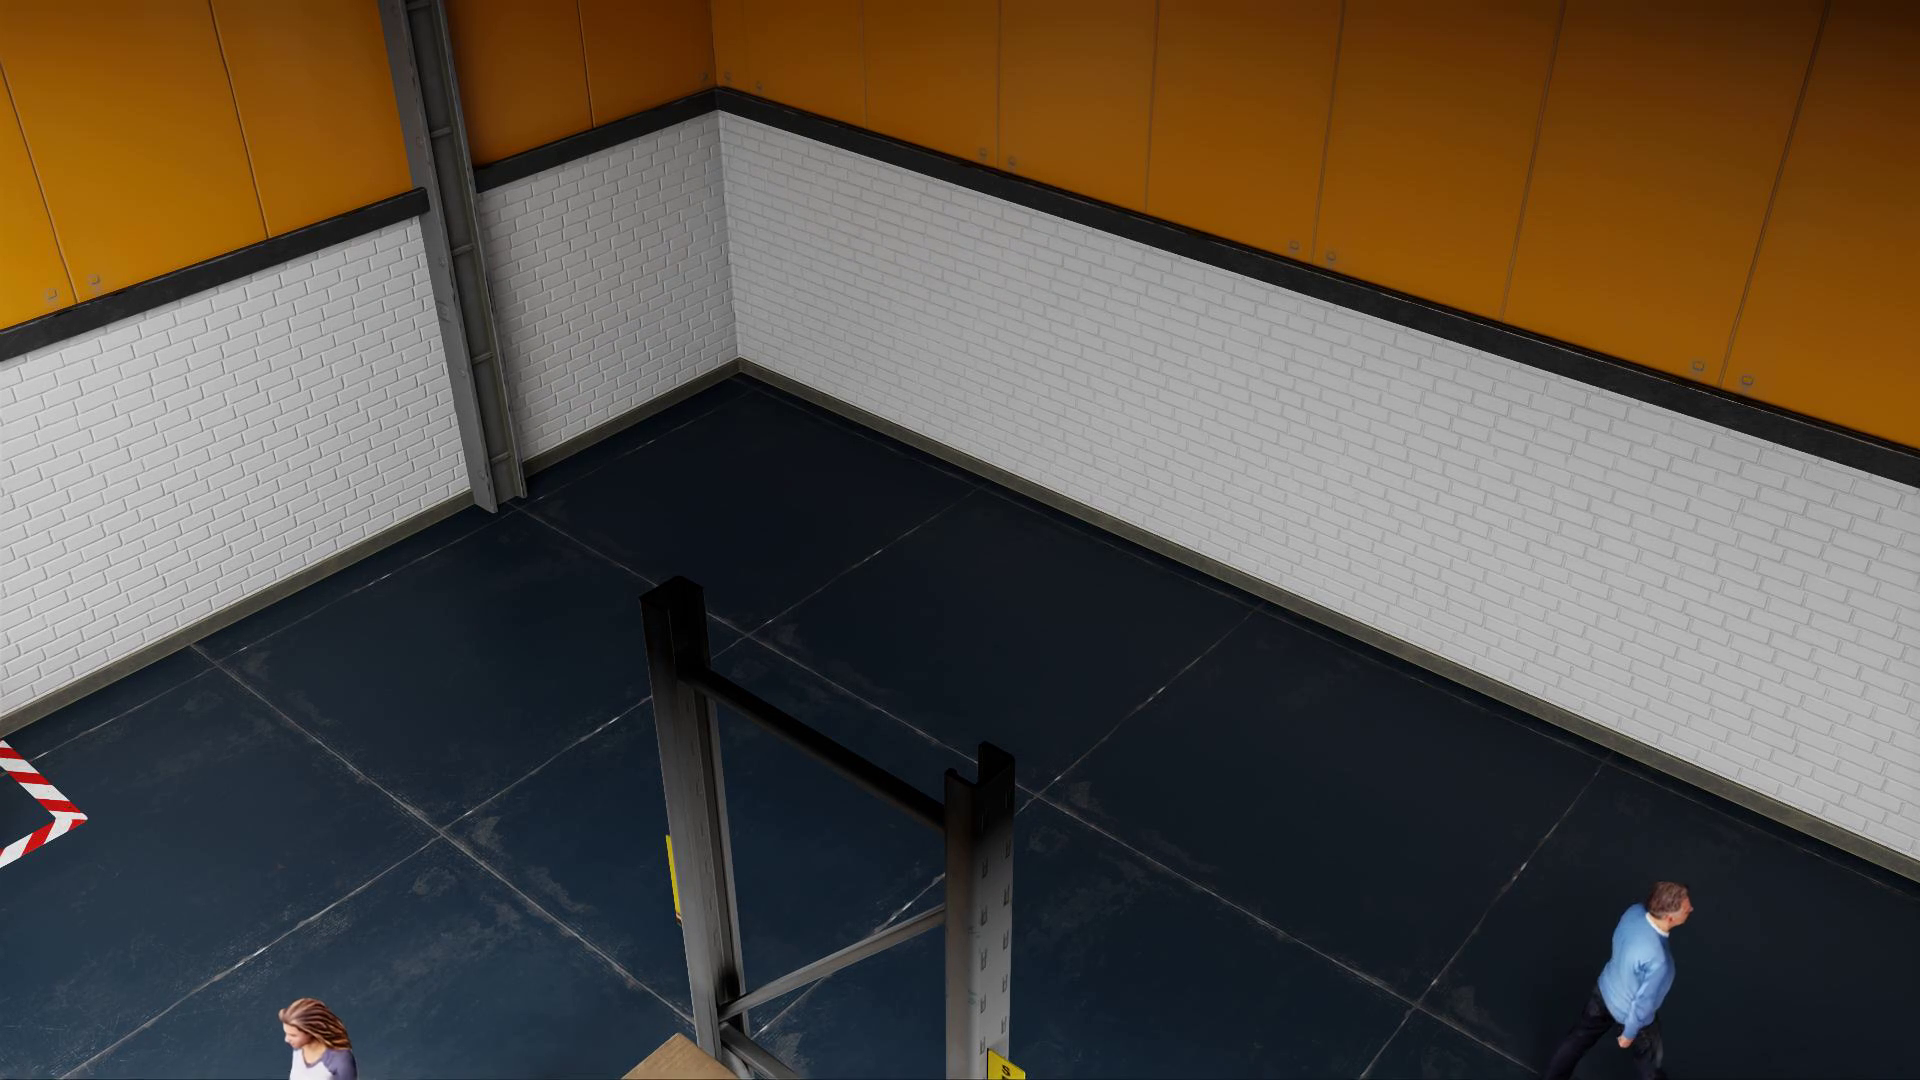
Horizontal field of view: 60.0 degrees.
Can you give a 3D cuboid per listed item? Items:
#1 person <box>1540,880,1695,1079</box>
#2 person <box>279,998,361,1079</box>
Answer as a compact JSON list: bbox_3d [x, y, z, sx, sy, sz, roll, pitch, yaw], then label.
[{"bbox_3d":[3.652,2.575,9.321,1.186,1.767,1.153,-1,34,-2],"label":"person"},{"bbox_3d":[-3.187,2.996,8.736,0.650,1.715,0.785,21,39,28],"label":"person"}]
